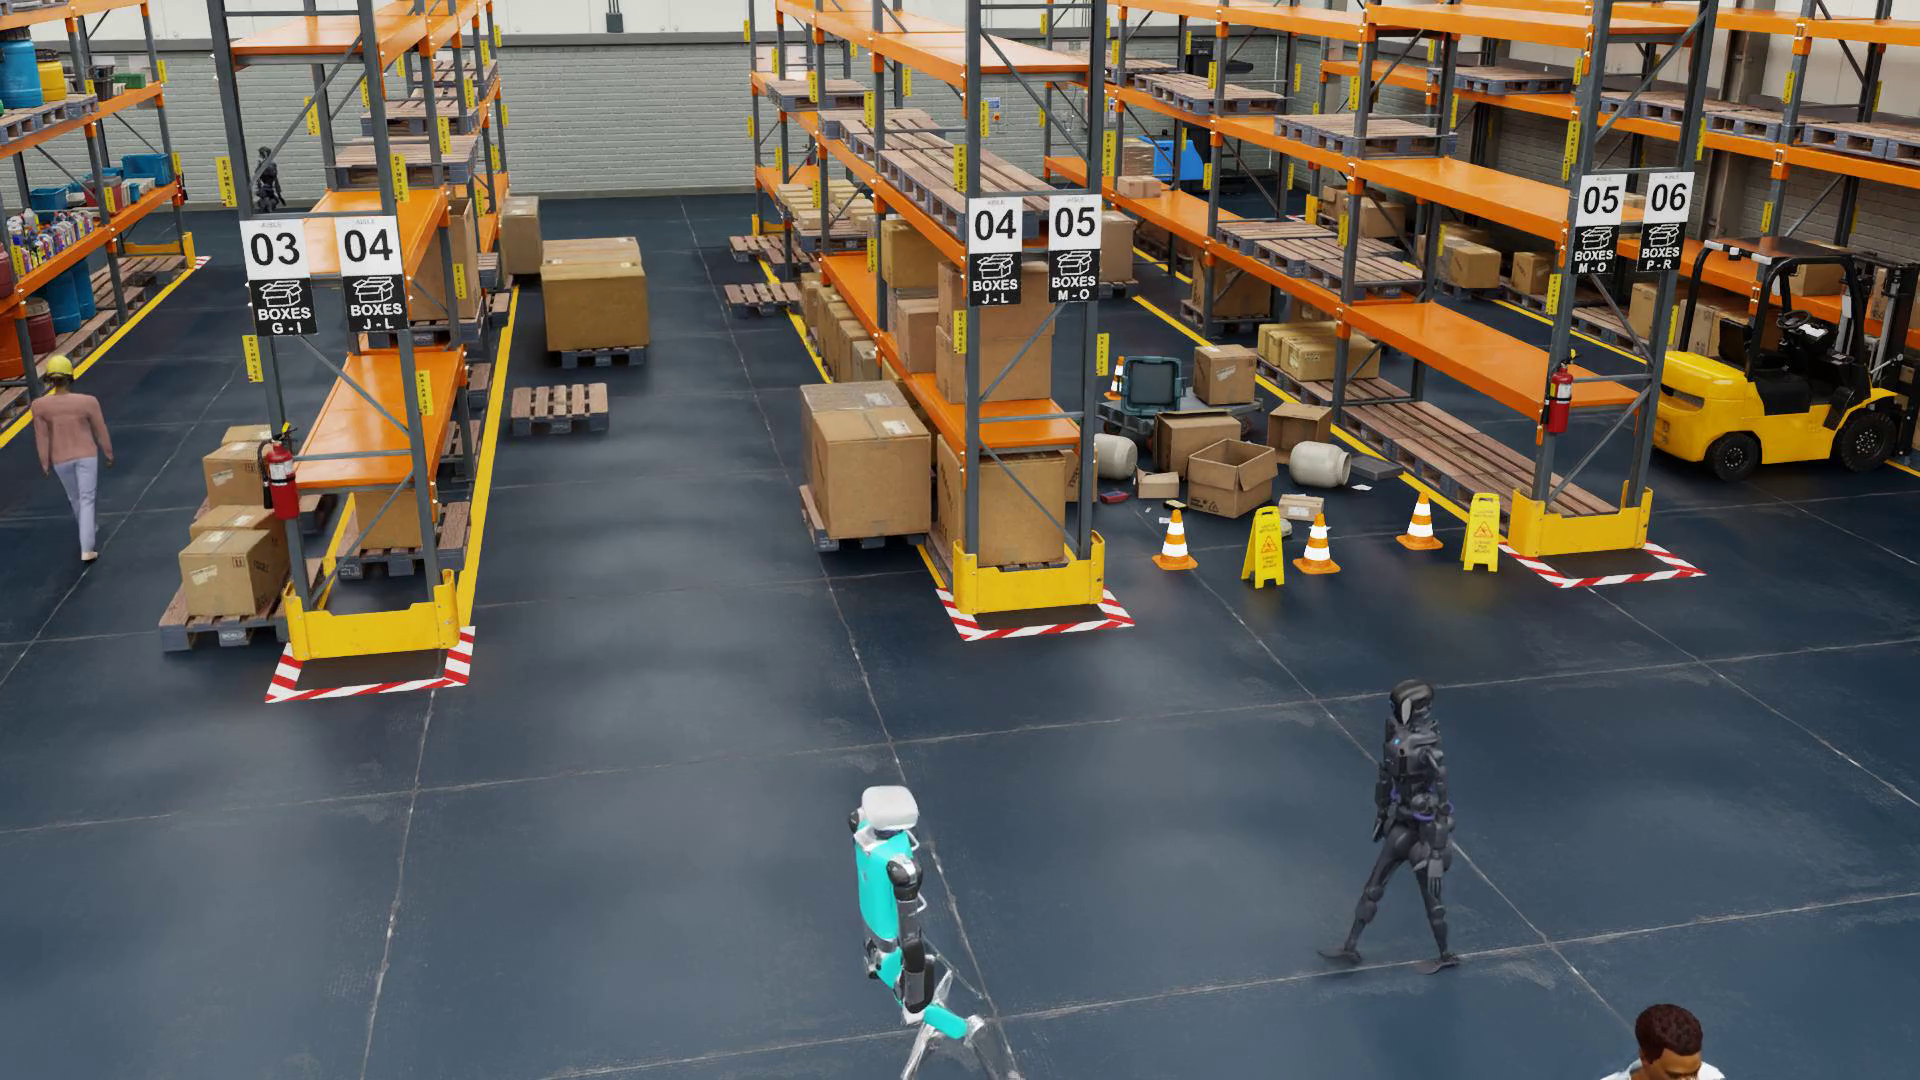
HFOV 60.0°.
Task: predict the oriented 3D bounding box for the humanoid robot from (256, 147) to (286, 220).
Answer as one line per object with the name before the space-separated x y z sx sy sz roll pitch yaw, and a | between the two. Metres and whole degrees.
humanoid robot | -11.357 -5.656 27.444 0.724 1.632 0.589 4 21 10

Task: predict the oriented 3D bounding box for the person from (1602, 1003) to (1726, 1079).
person | 2.253 2.349 5.534 0.610 1.897 0.470 -7 21 -18

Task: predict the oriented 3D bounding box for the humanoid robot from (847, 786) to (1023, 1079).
humanoid robot | -0.057 1.842 7.243 0.853 1.851 0.563 -11 23 -27

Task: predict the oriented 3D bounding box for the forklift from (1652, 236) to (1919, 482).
forklift | 8.013 -1.814 16.330 2.313 2.155 1.214 -4 21 -12

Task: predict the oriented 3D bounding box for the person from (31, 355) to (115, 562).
person | -7.455 -0.709 14.029 0.535 1.713 0.927 -6 21 -16

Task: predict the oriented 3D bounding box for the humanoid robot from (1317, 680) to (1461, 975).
humanoid robot | 2.228 1.458 8.294 0.722 1.627 0.609 -7 21 -17

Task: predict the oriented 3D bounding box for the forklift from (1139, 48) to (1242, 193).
forklift | 4.566 -8.313 32.860 1.873 2.768 1.129 -4 21 -12

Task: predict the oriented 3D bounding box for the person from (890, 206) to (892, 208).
person | -1.476 -6.940 30.853 0.521 1.677 0.538 -4 21 -10
